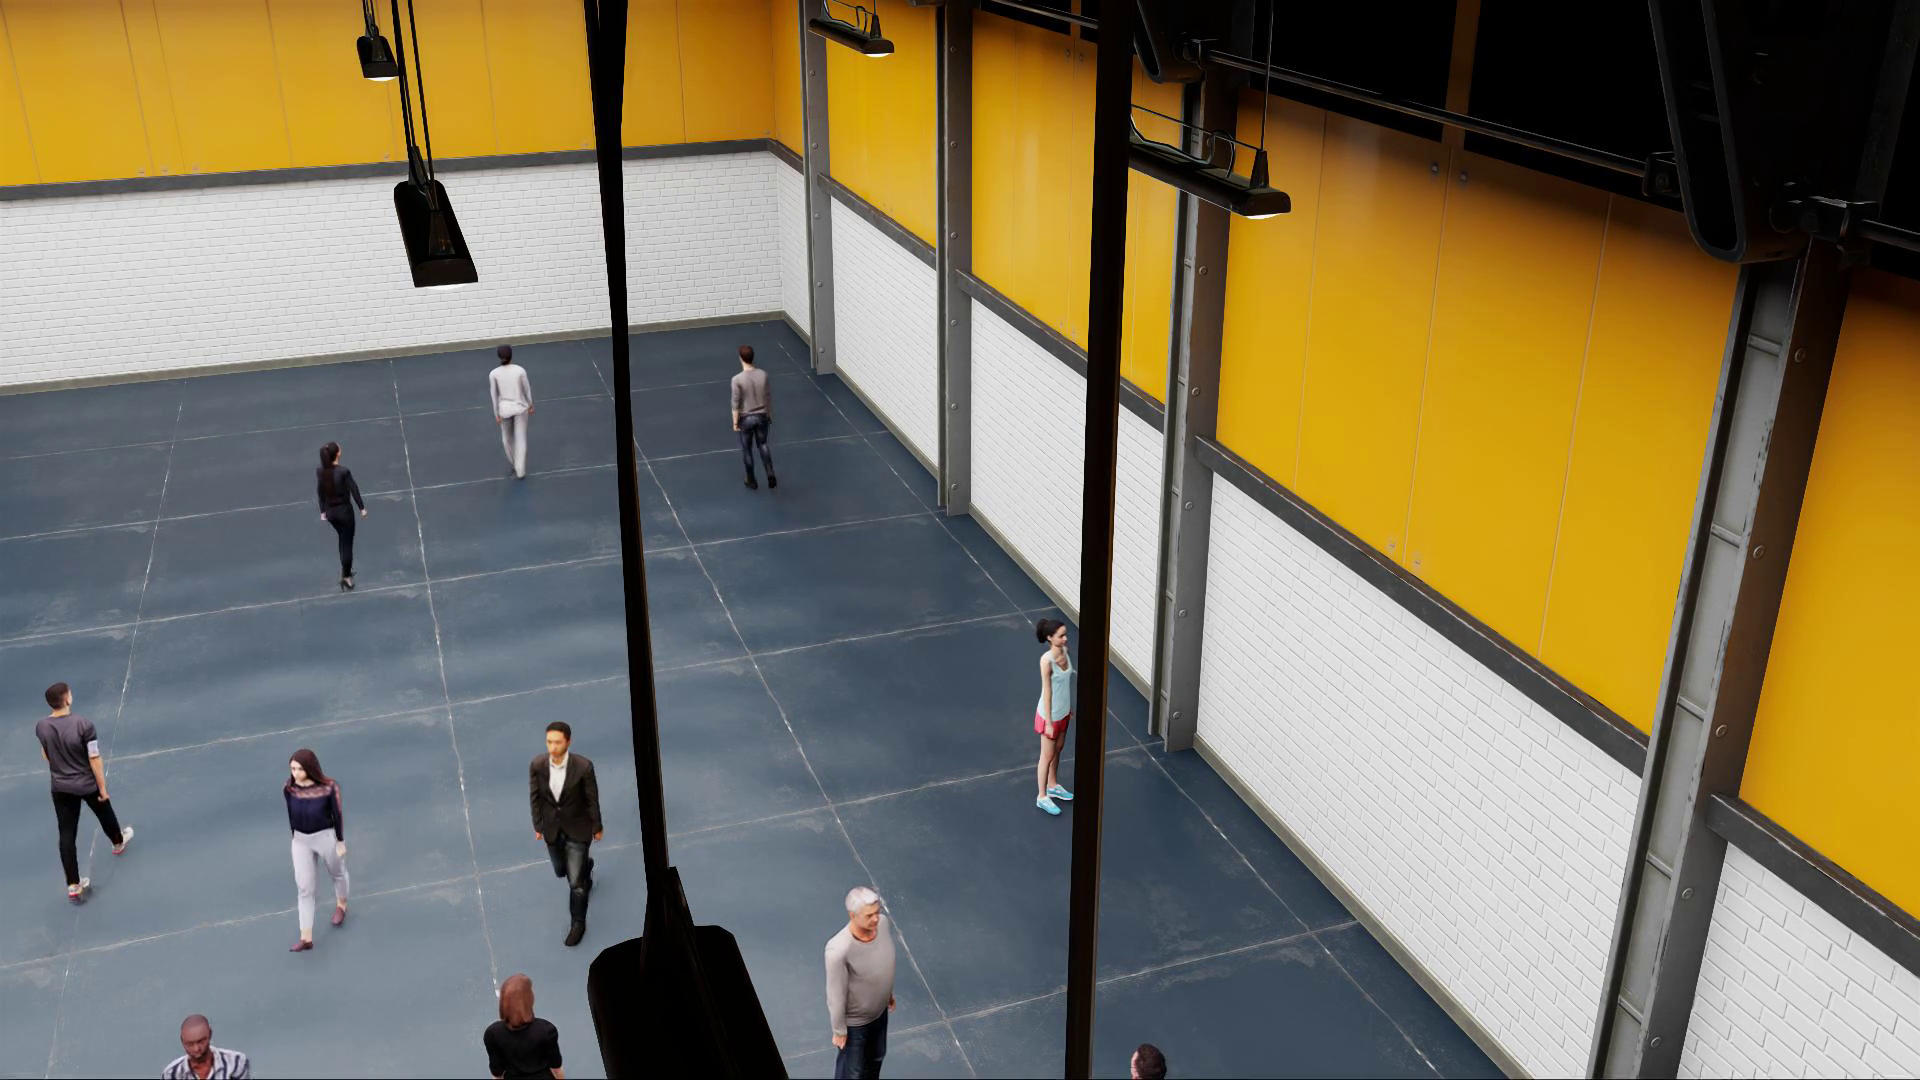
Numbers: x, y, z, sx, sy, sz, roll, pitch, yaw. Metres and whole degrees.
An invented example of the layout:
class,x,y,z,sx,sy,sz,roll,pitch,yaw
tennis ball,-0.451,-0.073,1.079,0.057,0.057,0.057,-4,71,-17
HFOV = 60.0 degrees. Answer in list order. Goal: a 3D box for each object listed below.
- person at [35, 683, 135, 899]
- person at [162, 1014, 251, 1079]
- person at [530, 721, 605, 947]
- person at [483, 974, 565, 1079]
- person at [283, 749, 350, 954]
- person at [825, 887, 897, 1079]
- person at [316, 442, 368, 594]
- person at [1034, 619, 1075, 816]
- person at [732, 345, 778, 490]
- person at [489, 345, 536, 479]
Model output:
class,x,y,z,sx,sy,sz,roll,pitch,yaw
person,-7.019,1.995,13.124,0.884,1.718,1.243,-1,24,-3
person,-4.307,3.465,9.684,0.621,1.779,0.882,-8,25,-18
person,-2.964,2.148,12.697,0.994,1.779,1.160,3,24,7
person,-2.581,3.357,10.025,0.638,1.705,0.587,-2,24,-4
person,-4.852,2.275,12.656,0.843,1.578,1.057,1,24,2
person,-0.626,2.998,10.589,0.848,1.909,0.841,16,28,33
person,-6.829,-0.227,18.234,0.743,1.695,0.795,7,25,16
person,0.810,1.485,14.230,0.755,1.765,0.702,13,27,28
person,-2.562,-1.488,20.875,0.756,1.891,0.947,-11,26,-24
person,-5.765,-1.631,21.429,0.796,1.709,1.058,-2,24,-5
